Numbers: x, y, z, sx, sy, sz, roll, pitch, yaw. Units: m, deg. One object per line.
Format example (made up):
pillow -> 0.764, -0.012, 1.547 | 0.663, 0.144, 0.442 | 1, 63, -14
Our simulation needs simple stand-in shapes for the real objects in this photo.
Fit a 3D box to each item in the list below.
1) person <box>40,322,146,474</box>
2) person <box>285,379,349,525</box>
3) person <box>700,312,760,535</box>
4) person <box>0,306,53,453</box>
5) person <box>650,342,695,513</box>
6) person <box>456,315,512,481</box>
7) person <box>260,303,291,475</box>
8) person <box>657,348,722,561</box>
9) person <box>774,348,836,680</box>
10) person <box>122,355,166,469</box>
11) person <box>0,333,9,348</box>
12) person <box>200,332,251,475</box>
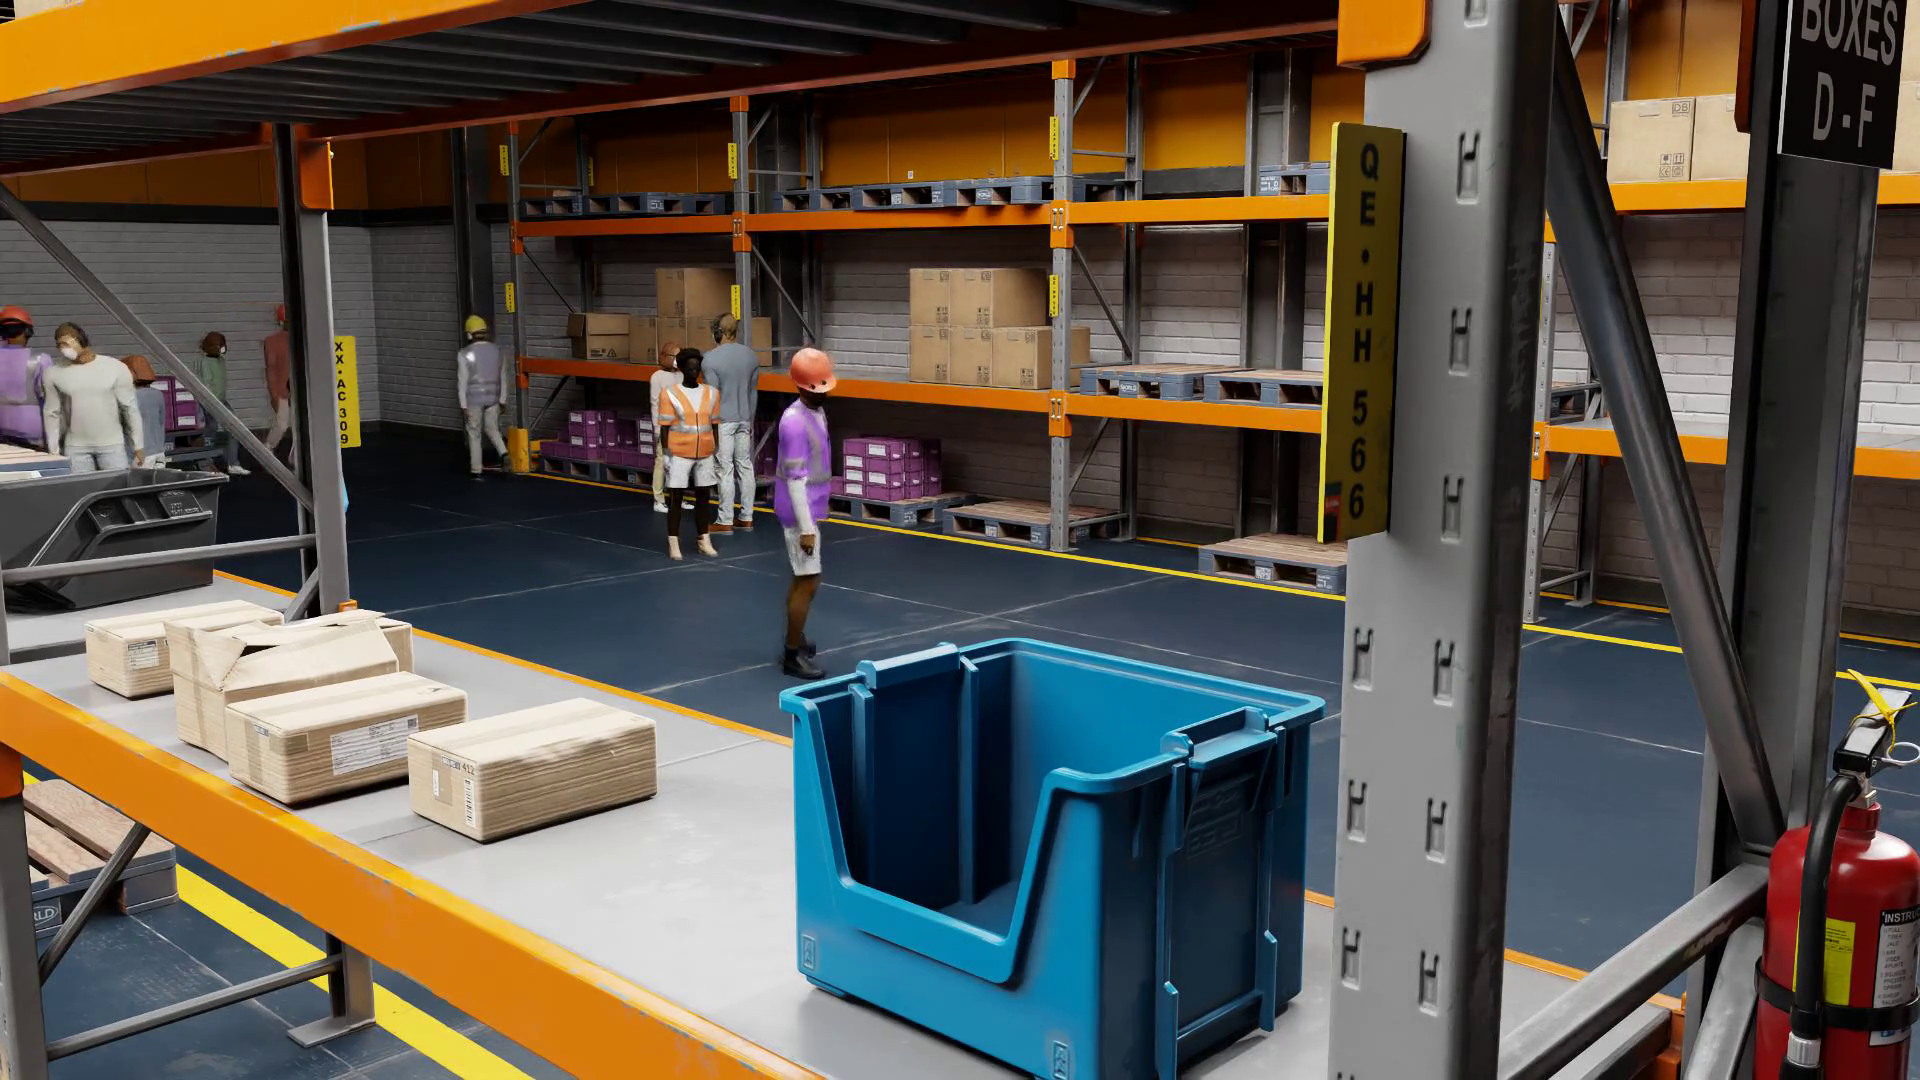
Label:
person -> -6.570, -0.688, 12.642 | 0.697, 1.916, 0.365 | -3, 10, -19
person -> -3.880, -0.166, 10.073 | 0.322, 1.699, 0.535 | -2, 9, -10
person -> -2.022, -1.011, 14.525 | 0.372, 1.940, 0.631 | 7, 12, 38
person -> -7.733, -0.921, 13.767 | 0.600, 2.012, 0.591 | -1, 9, -6
person -> -2.747, -1.074, 15.878 | 0.284, 1.626, 0.497 | 6, 11, 34
person -> -5.184, -1.532, 18.079 | 0.606, 1.820, 0.589 | -9, 13, -44
person -> -7.476, -1.660, 18.465 | 0.983, 1.959, 0.632 | 6, 11, 33
person -> -2.150, -0.687, 13.272 | 0.540, 1.695, 0.317 | -6, 11, -31
person -> -0.859, -0.157, 9.477 | 0.398, 1.884, 0.776 | 0, 9, 3
person -> -6.514, -0.656, 13.279 | 0.280, 1.634, 0.498 | 1, 9, 6
person -> -10.962, -1.708, 18.909 | 0.645, 1.903, 0.400 | -2, 10, -14
person -> -8.187, -1.498, 18.485 | 0.598, 1.610, 0.534 | 0, 9, 2
